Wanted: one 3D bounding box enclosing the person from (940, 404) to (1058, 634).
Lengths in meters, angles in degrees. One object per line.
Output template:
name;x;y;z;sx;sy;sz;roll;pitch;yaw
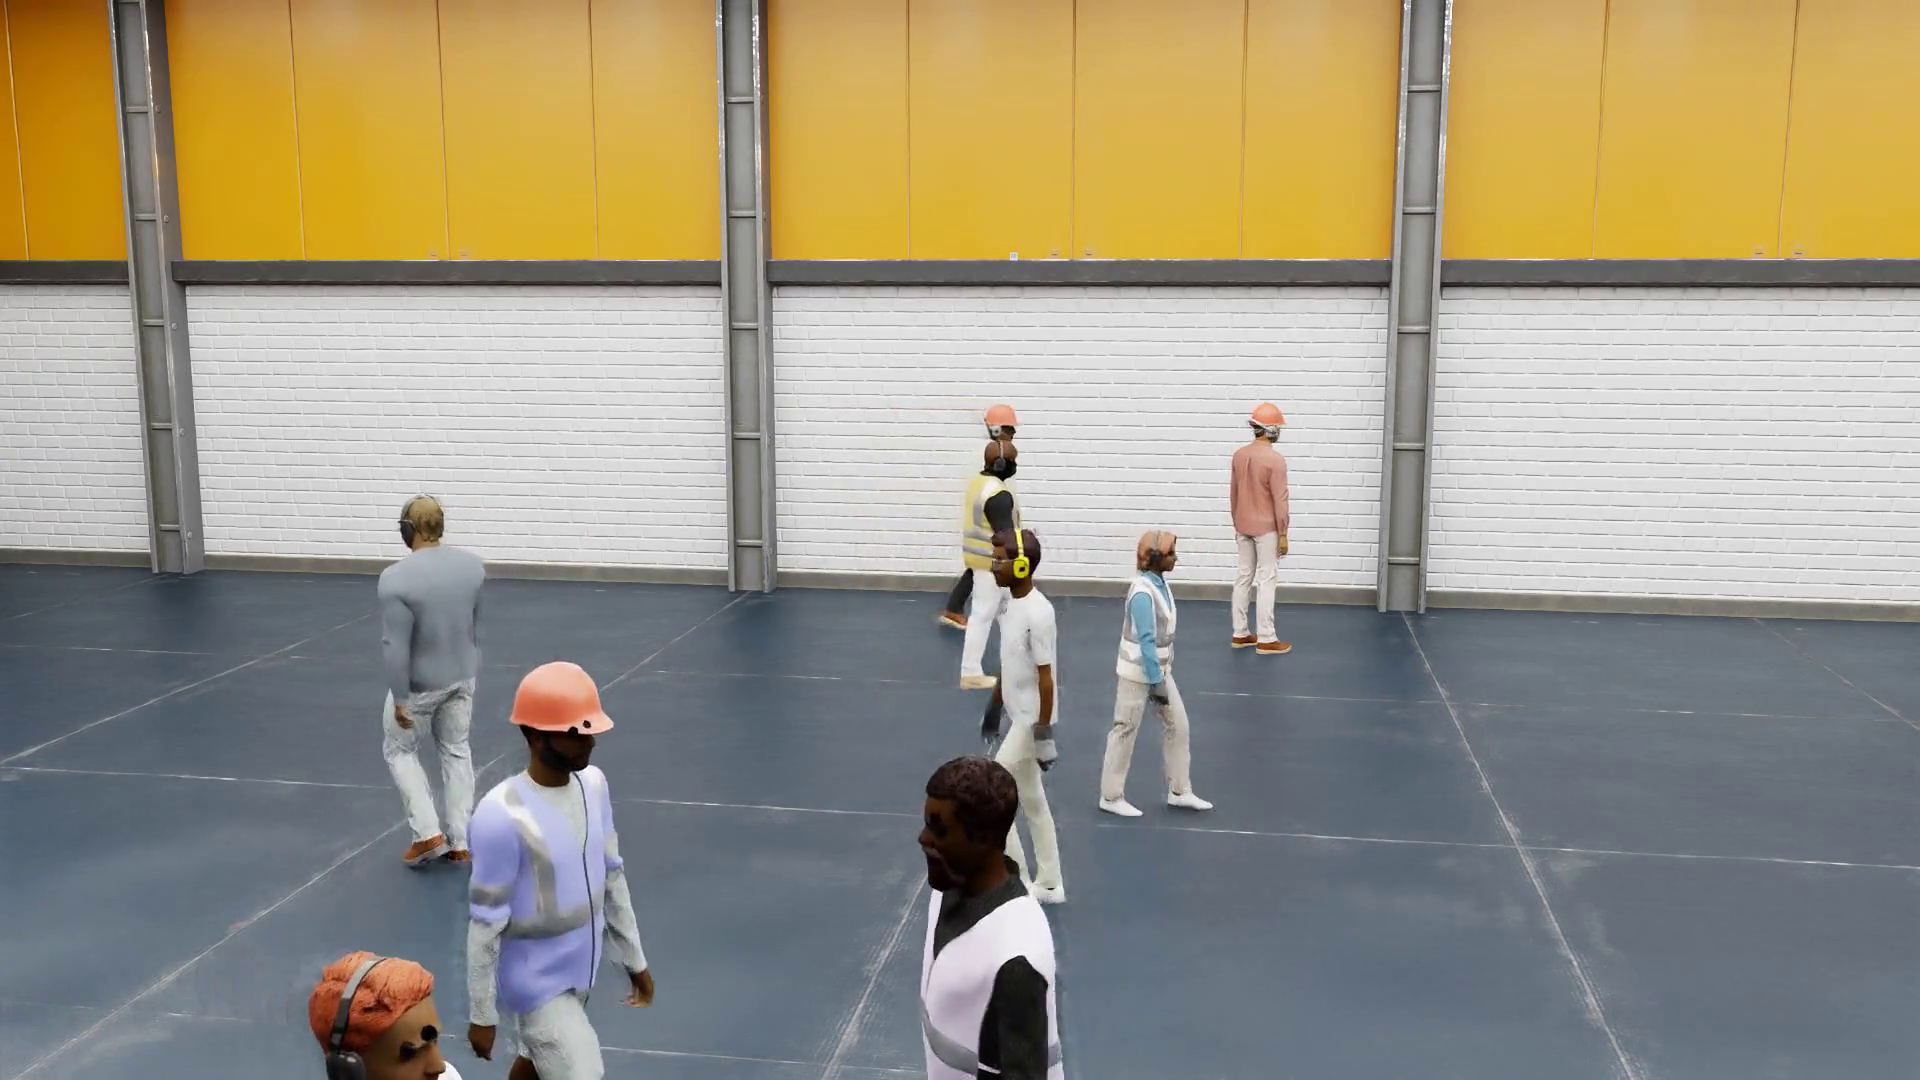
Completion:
person;0.288;-0.168;13.853;1.040;1.945;0.637;3;10;16

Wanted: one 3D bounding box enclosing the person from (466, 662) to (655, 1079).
person;-1.147;1.292;4.963;0.990;1.887;0.553;4;10;21

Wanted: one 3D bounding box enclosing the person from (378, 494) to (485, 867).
person;-2.674;0.720;8.423;0.446;1.918;0.632;7;12;38

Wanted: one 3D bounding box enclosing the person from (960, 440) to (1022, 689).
person;0.358;0.181;12.070;0.820;1.810;0.663;-2;9;-12

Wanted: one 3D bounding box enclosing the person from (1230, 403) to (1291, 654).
person;2.403;-0.089;13.228;0.412;1.986;0.629;-6;11;-32

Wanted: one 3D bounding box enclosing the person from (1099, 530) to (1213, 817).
person;1.101;0.753;9.152;0.720;1.614;0.517;4;10;23

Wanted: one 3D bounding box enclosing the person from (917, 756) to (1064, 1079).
person;0.108;1.434;4.082;0.715;1.903;0.596;-2;9;-11

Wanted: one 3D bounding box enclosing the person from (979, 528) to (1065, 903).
person;0.248;0.856;7.827;0.603;1.850;0.531;-1;9;-4

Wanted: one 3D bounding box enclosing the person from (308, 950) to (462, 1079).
person;-1.092;1.627;3.087;0.966;1.844;0.584;1;9;7
